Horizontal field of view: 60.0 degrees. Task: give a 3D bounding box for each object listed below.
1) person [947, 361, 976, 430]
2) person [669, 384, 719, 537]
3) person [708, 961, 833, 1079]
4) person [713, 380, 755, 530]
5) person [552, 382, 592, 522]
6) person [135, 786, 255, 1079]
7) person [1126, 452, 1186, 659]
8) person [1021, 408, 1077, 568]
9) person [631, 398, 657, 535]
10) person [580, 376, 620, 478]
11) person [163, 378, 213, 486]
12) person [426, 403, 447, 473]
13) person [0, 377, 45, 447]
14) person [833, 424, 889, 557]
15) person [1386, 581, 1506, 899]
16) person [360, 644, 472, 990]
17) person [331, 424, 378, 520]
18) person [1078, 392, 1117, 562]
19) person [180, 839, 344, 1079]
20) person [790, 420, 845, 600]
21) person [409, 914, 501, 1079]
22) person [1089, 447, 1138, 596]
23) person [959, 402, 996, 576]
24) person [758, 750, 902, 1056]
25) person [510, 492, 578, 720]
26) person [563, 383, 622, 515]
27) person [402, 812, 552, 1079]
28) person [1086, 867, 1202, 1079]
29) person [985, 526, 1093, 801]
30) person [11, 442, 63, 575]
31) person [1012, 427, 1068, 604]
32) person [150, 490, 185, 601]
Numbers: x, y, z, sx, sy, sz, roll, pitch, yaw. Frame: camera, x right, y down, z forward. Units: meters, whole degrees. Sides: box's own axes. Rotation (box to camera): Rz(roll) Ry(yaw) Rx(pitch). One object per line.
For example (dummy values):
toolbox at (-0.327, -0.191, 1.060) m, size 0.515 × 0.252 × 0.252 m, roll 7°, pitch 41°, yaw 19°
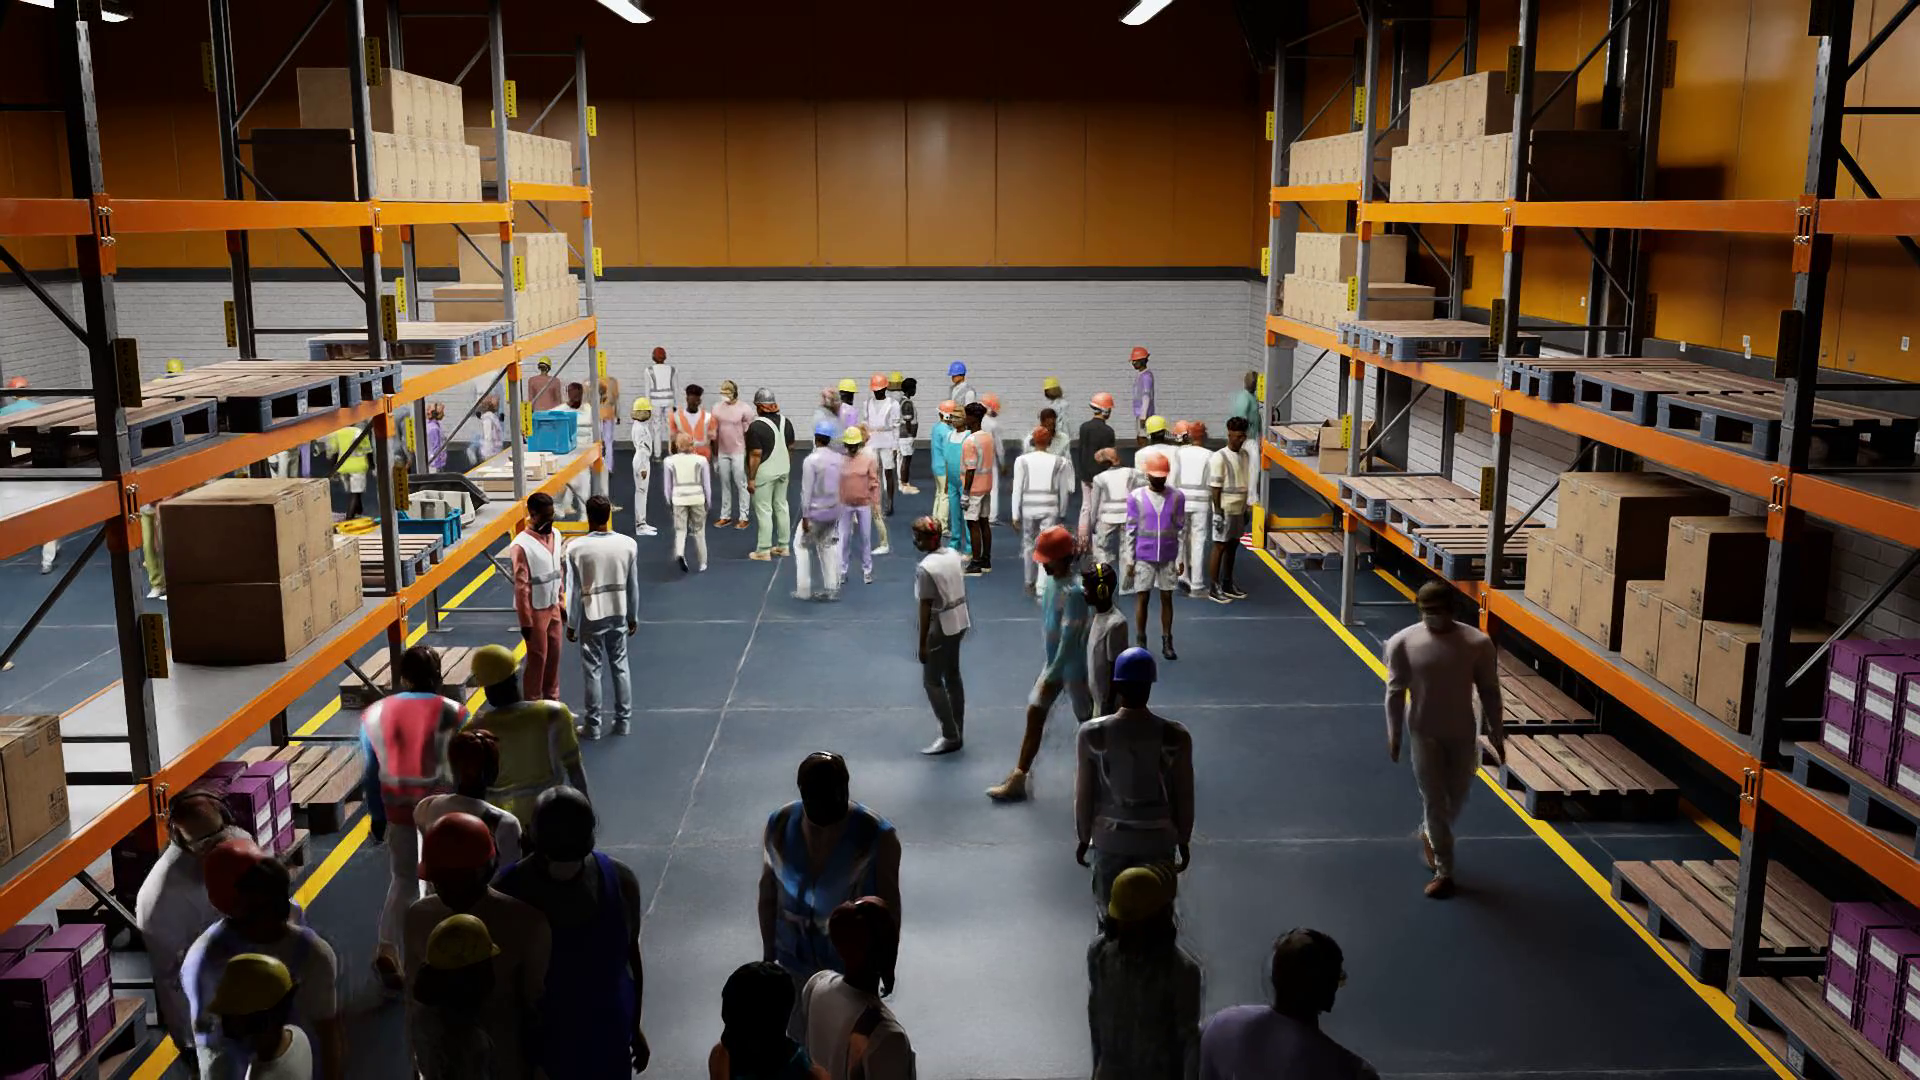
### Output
person at (-0.004, -1.604, 23.943) m, size 0.416 × 1.939 × 0.605 m, roll -7°, pitch 13°, yaw -30°
person at (-3.399, -1.059, 21.286) m, size 0.607 × 1.922 × 0.985 m, roll -2°, pitch 12°, yaw -12°
person at (-0.547, 2.168, 5.070) m, size 0.597 × 1.916 × 0.372 m, roll 11°, pitch 15°, yaw 43°
person at (-2.930, -1.099, 21.414) m, size 0.627 × 1.934 × 0.372 m, roll 5°, pitch 12°, yaw 25°
person at (-5.095, -1.147, 21.804) m, size 0.590 × 1.881 × 0.892 m, roll -8°, pitch 14°, yaw -36°
person at (-3.006, 1.845, 6.853) m, size 0.415 × 1.860 × 0.834 m, roll 1°, pitch 11°, yaw 6°
person at (1.792, 0.147, 15.192) m, size 0.549 × 1.927 × 0.393 m, roll -1°, pitch 11°, yaw -3°
person at (1.004, -0.599, 19.118) m, size 0.608 × 1.853 × 1.009 m, roll -8°, pitch 14°, yaw -34°
person at (-4.000, -0.937, 21.074) m, size 0.297 × 1.744 × 0.493 m, roll -2°, pitch 11°, yaw -10°
person at (-5.522, -1.907, 25.587) m, size 0.597 × 1.886 × 0.916 m, roll -3°, pitch 12°, yaw -14°
person at (-10.601, -1.313, 22.636) m, size 0.980 × 1.887 × 0.632 m, roll 1°, pitch 11°, yaw 6°
person at (-6.770, -0.966, 21.510) m, size 0.323 × 1.630 × 0.521 m, roll -4°, pitch 12°, yaw -20°
person at (-12.104, -1.134, 21.612) m, size 0.631 × 1.947 × 0.999 m, roll -3°, pitch 12°, yaw -16°
person at (-1.198, -0.575, 19.662) m, size 0.873 × 1.577 × 0.495 m, roll -7°, pitch 13°, yaw -33°
person at (2.935, 1.176, 10.107) m, size 0.702 × 1.898 × 0.688 m, roll 2°, pitch 11°, yaw 8°
person at (-2.880, 1.469, 8.863) m, size 0.629 × 1.814 × 0.815 m, roll 1°, pitch 11°, yaw 4°
person at (-7.660, -0.888, 21.021) m, size 0.543 × 1.665 × 0.758 m, roll 4°, pitch 12°, yaw 18°
person at (1.621, -0.743, 19.481) m, size 0.397 × 1.991 × 0.627 m, roll -7°, pitch 13°, yaw -31°
person at (-2.618, 1.964, 6.169) m, size 0.612 × 1.884 × 0.570 m, roll 3°, pitch 12°, yaw 15°
person at (-1.538, -0.300, 17.441) m, size 0.625 × 1.909 × 0.634 m, roll 8°, pitch 14°, yaw 34°
person at (-1.702, 2.126, 5.754) m, size 0.323 × 1.737 × 0.488 m, roll -9°, pitch 14°, yaw -37°
person at (1.634, -0.182, 17.649) m, size 0.611 × 1.610 × 0.344 m, roll -2°, pitch 11°, yaw -9°
person at (0.179, -0.576, 18.704) m, size 0.361 × 1.964 × 0.613 m, roll 6°, pitch 13°, yaw 27°
person at (-0.572, 1.790, 7.161) m, size 0.634 × 1.841 × 0.429 m, roll 3°, pitch 12°, yaw 13°
person at (-3.332, 0.555, 13.196) m, size 0.401 × 1.908 × 0.597 m, roll 3°, pitch 12°, yaw 17°
person at (-5.060, -1.227, 22.466) m, size 0.823 × 1.796 × 0.532 m, roll 0°, pitch 11°, yaw 2°
person at (-1.761, 1.934, 6.083) m, size 0.617 × 1.986 × 0.408 m, roll 3°, pitch 12°, yaw 14°
person at (0.746, 2.010, 6.400) m, size 0.492 × 1.709 × 0.794 m, roll 7°, pitch 13°, yaw 32°
person at (0.729, 0.863, 11.484) m, size 1.010 × 1.981 × 0.607 m, roll -5°, pitch 12°, yaw -23°
person at (-10.508, -0.562, 19.067) m, size 0.607 × 1.794 × 0.972 m, roll -2°, pitch 12°, yaw -12°
person at (0.854, -0.291, 17.623) m, size 0.593 × 1.826 × 0.983 m, roll 1°, pitch 11°, yaw 3°
person at (-8.379, -0.318, 17.573) m, size 0.401 × 1.904 × 0.649 m, roll -4°, pitch 12°, yaw -18°
